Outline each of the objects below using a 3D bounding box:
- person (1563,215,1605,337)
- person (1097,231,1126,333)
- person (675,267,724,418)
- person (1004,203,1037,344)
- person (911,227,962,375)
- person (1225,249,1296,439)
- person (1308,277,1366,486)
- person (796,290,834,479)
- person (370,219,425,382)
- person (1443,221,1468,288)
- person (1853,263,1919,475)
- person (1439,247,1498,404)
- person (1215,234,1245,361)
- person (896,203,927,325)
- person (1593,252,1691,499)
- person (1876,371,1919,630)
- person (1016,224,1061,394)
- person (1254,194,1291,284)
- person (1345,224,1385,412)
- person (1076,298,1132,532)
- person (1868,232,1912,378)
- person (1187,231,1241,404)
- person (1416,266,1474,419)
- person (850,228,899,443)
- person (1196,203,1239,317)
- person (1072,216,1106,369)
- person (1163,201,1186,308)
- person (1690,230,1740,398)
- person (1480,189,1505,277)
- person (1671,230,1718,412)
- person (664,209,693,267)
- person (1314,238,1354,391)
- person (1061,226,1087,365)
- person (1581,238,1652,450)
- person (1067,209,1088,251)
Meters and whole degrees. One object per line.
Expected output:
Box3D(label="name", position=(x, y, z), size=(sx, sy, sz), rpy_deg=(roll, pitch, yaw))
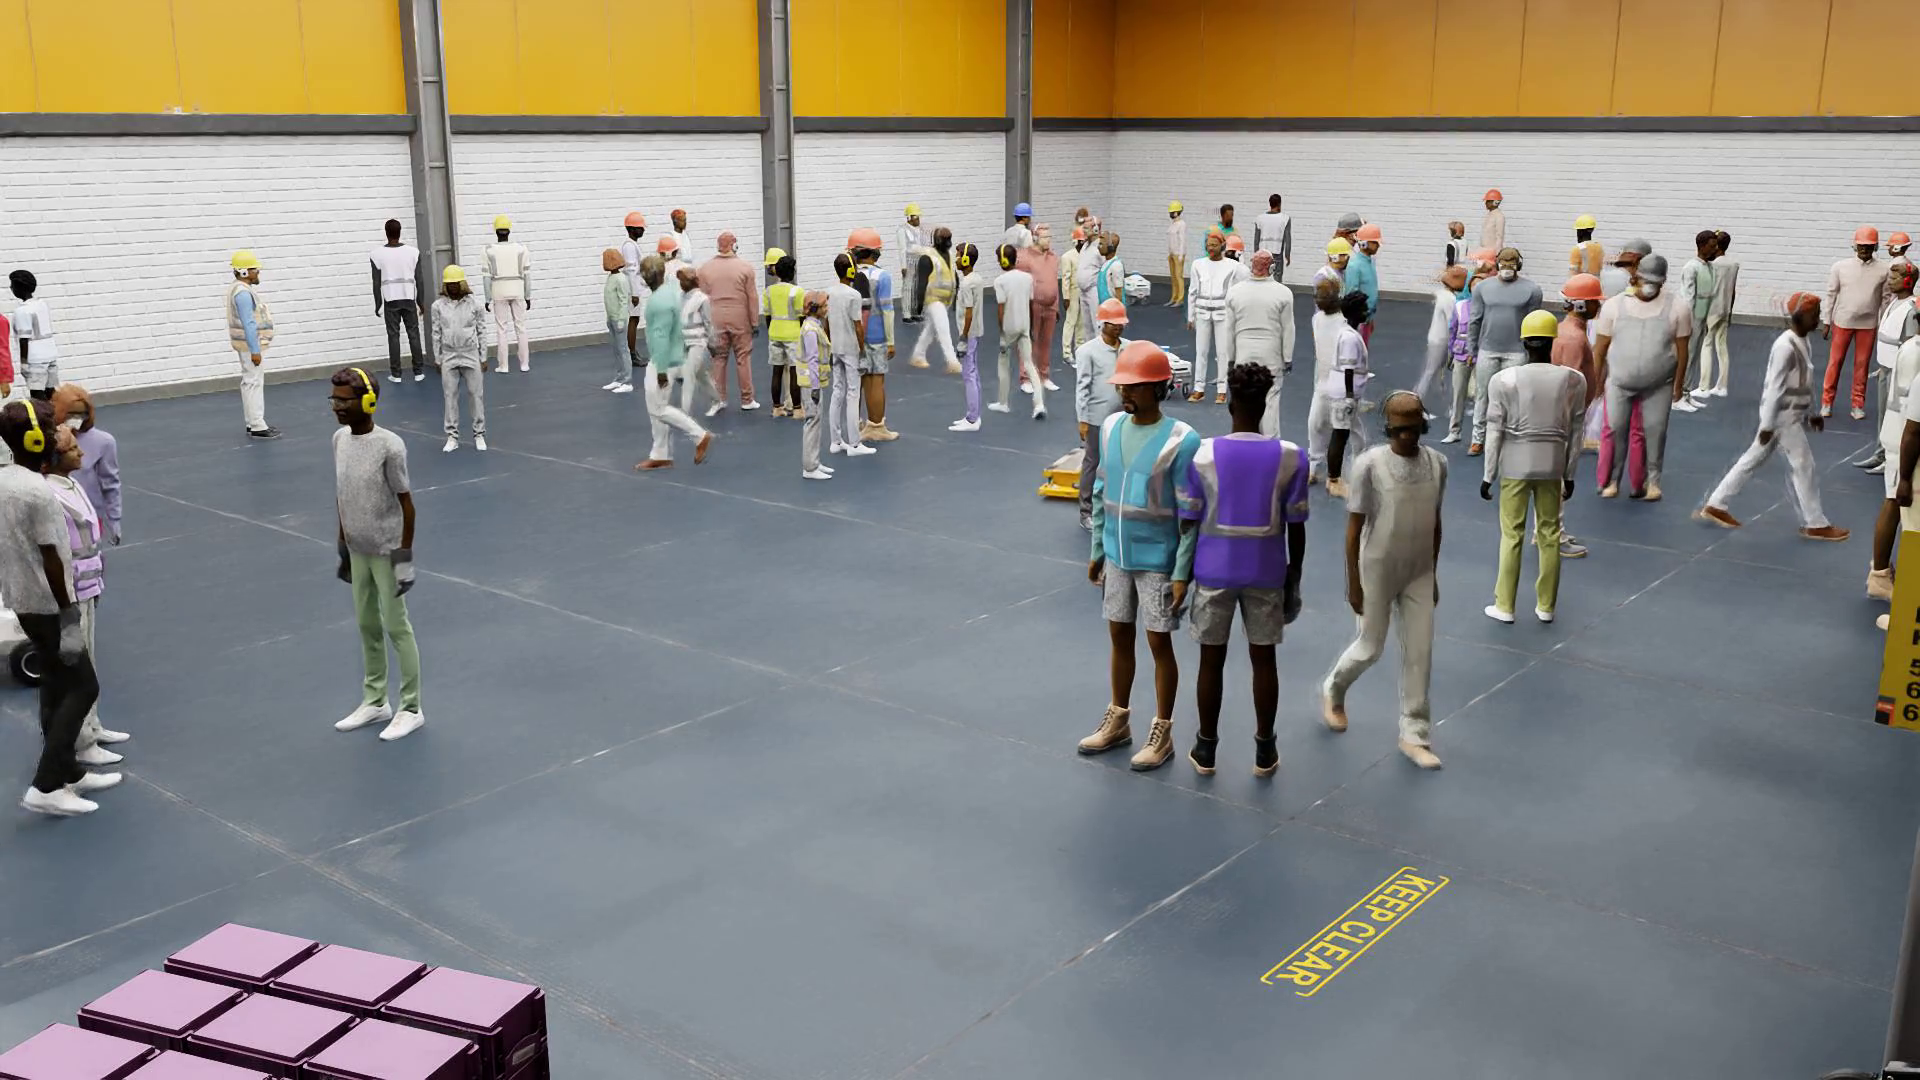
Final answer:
Box3D(label="person", position=(7.734, -3.070, 20.704), size=(0.582, 1.919, 0.396), rpy_deg=(-10, 17, -36))
Box3D(label="person", position=(1.681, -2.538, 18.713), size=(0.351, 1.847, 0.507), rpy_deg=(-2, 14, -8))
Box3D(label="person", position=(-2.723, -2.024, 17.166), size=(0.503, 1.597, 0.855), rpy_deg=(13, 19, 41))
Box3D(label="person", position=(0.837, -3.706, 23.169), size=(0.406, 1.947, 0.606), rpy_deg=(-9, 17, -31))
Box3D(label="person", position=(-0.277, -2.969, 20.569), size=(0.988, 1.792, 0.629), rpy_deg=(9, 17, 33))
Box3D(label="person", position=(2.738, -1.688, 15.191), size=(0.643, 1.909, 0.410), rpy_deg=(6, 15, 22))
Box3D(label="person", position=(3.178, -1.322, 14.014), size=(0.705, 1.788, 0.539), rpy_deg=(-10, 17, -34))
Box3D(label="person", position=(-1.256, -1.335, 14.342), size=(0.316, 1.631, 0.524), rpy_deg=(-1, 14, -4))
Box3D(label="person", position=(-6.660, -2.834, 19.753), size=(0.591, 1.916, 0.393), rpy_deg=(-7, 16, -26))
Box3D(label="person", position=(7.193, -3.806, 24.196), size=(0.310, 1.638, 0.522), rpy_deg=(13, 19, 41))
Box3D(label="person", position=(8.168, -1.485, 14.501), size=(0.385, 1.845, 0.569), rpy_deg=(3, 14, 11))
Box3D(label="person", position=(5.606, -2.364, 18.285), size=(0.568, 1.710, 0.644), rpy_deg=(-5, 15, -19))
Box3D(label="person", position=(3.511, -3.129, 21.491), size=(0.307, 1.641, 0.514), rpy_deg=(8, 16, 28))
Box3D(label="person", position=(-0.717, -4.233, 25.511), size=(0.403, 1.833, 0.590), rpy_deg=(8, 16, 30))
Box3D(label="person", position=(5.502, -1.334, 13.504), size=(0.743, 2.000, 0.539), rpy_deg=(7, 16, 25))
Box3D(label="person", position=(5.862, -0.435, 9.911), size=(0.684, 2.000, 0.535), rpy_deg=(-2, 14, -7))
Box3D(label="person", position=(0.913, -2.635, 18.976), size=(0.651, 1.905, 0.409), rpy_deg=(-12, 19, -40))
Box3D(label="person", position=(5.038, -4.608, 26.836), size=(0.597, 1.916, 0.375), rpy_deg=(6, 15, 23))
Box3D(label="person", position=(4.279, -2.362, 17.718), size=(0.405, 1.988, 0.613), rpy_deg=(9, 16, 31))
Box3D(label="person", position=(1.126, -0.942, 12.528), size=(0.579, 1.750, 0.344), rpy_deg=(-10, 17, -34))
Box3D(label="person", position=(11.226, -2.829, 20.060), size=(0.331, 1.750, 0.572), rpy_deg=(12, 19, 40))
Box3D(label="person", position=(2.775, -2.434, 18.217), size=(0.587, 1.882, 0.341), rpy_deg=(6, 15, 23))
Box3D(label="person", position=(5.054, -2.020, 17.139), size=(0.766, 1.592, 0.512), rpy_deg=(2, 14, 10))
Box3D(label="person", position=(-0.861, -1.960, 15.992), size=(0.611, 2.048, 0.364), rpy_deg=(10, 17, 36))
Box3D(label="person", position=(3.776, -3.952, 24.258), size=(0.605, 1.900, 0.643), rpy_deg=(-10, 17, -34))
Box3D(label="person", position=(1.631, -3.034, 20.573), size=(0.401, 1.906, 0.651), rpy_deg=(-6, 15, -23))
Box3D(label="person", position=(3.601, -4.777, 27.842), size=(0.339, 1.761, 0.524), rpy_deg=(-4, 15, -17))
Box3D(label="person", position=(8.458, -2.525, 18.643), size=(0.508, 1.861, 0.327), rpy_deg=(-6, 15, -21))
Box3D(label="person", position=(8.530, -4.629, 26.766), size=(0.377, 1.995, 0.612), rpy_deg=(-1, 14, -6))
Box3D(label="person", position=(7.854, -2.345, 17.792), size=(0.375, 1.916, 0.598), rpy_deg=(12, 18, 39))
Box3D(label="person", position=(-3.829, -3.577, 22.785), size=(0.342, 1.882, 0.586), rpy_deg=(5, 15, 19))
Box3D(label="person", position=(4.022, -2.320, 17.868), size=(0.404, 1.830, 0.600), rpy_deg=(11, 18, 38))
Box3D(label="person", position=(1.535, -3.130, 21.262), size=(0.572, 1.749, 0.343), rpy_deg=(-13, 19, -43))
Box3D(label="person", position=(6.104, -1.831, 15.489), size=(0.607, 2.000, 0.702), rpy_deg=(5, 15, 21))
Box3D(label="person", position=(2.178, -5.043, 29.289), size=(0.526, 1.569, 0.771), rpy_deg=(9, 17, 31))
